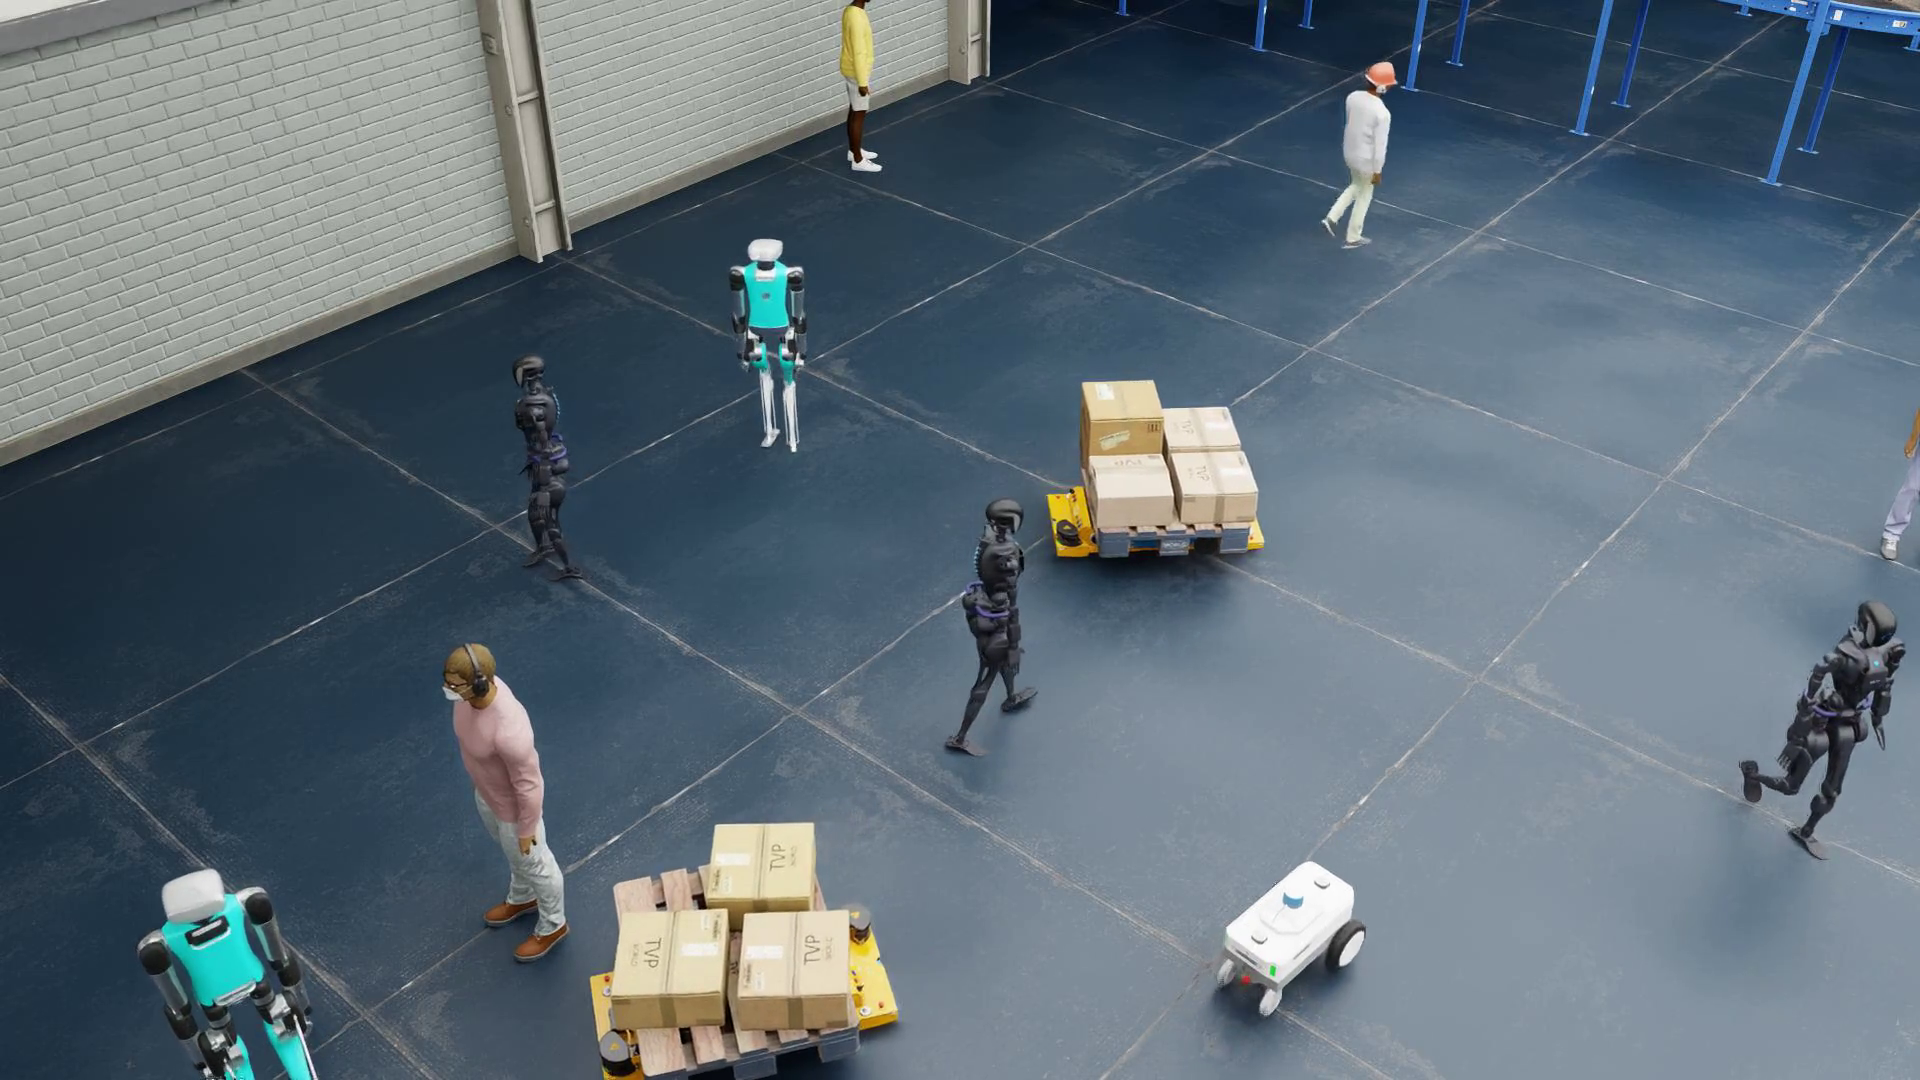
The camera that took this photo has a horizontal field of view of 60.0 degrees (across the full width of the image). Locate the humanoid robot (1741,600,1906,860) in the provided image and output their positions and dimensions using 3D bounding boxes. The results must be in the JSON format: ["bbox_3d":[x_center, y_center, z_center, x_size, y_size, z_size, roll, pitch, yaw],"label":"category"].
[{"bbox_3d":[4.633,0.933,8.880,0.595,1.640,0.575,-9,36,-12],"label":"humanoid robot"}]

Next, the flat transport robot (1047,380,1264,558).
[{"bbox_3d":[1.356,-0.164,11.618,1.431,0.231,0.659,-2,36,-3],"label":"flat transport robot"}]

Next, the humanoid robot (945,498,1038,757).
[{"bbox_3d":[0.200,0.453,9.554,0.682,1.633,0.587,-11,37,-16],"label":"humanoid robot"}]

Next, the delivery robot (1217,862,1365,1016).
[{"bbox_3d":[1.656,1.961,8.373,0.769,0.577,0.499,-29,45,-34],"label":"delivery robot"}]

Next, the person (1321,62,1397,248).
[{"bbox_3d":[3.625,-3.445,14.954,0.432,1.734,0.577,-15,38,-19],"label":"person"}]

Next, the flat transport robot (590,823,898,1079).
[{"bbox_3d":[-1.085,2.235,8.250,1.431,0.231,0.659,-10,37,-13],"label":"flat transport robot"}]

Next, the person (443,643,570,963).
[{"bbox_3d":[-2.228,1.273,8.162,0.377,1.939,0.627,-24,42,-30],"label":"person"}]

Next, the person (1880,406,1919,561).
[{"bbox_3d":[6.555,-0.656,10.962,0.557,1.837,0.393,14,38,19],"label":"person"}]

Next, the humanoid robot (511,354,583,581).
[{"bbox_3d":[-2.745,-0.432,10.782,0.421,1.652,0.612,-11,37,-16],"label":"humanoid robot"}]

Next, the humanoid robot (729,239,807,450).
[{"bbox_3d":[-1.357,-1.438,12.174,0.545,1.830,0.697,0,35,0],"label":"humanoid robot"}]

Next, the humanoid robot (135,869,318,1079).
[{"bbox_3d":[-2.949,2.217,7.053,0.544,1.841,0.660,-24,42,-30],"label":"humanoid robot"}]

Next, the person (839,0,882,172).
[{"bbox_3d":[-1.001,-4.617,16.467,0.376,1.898,0.543,-4,36,-6],"label":"person"}]
